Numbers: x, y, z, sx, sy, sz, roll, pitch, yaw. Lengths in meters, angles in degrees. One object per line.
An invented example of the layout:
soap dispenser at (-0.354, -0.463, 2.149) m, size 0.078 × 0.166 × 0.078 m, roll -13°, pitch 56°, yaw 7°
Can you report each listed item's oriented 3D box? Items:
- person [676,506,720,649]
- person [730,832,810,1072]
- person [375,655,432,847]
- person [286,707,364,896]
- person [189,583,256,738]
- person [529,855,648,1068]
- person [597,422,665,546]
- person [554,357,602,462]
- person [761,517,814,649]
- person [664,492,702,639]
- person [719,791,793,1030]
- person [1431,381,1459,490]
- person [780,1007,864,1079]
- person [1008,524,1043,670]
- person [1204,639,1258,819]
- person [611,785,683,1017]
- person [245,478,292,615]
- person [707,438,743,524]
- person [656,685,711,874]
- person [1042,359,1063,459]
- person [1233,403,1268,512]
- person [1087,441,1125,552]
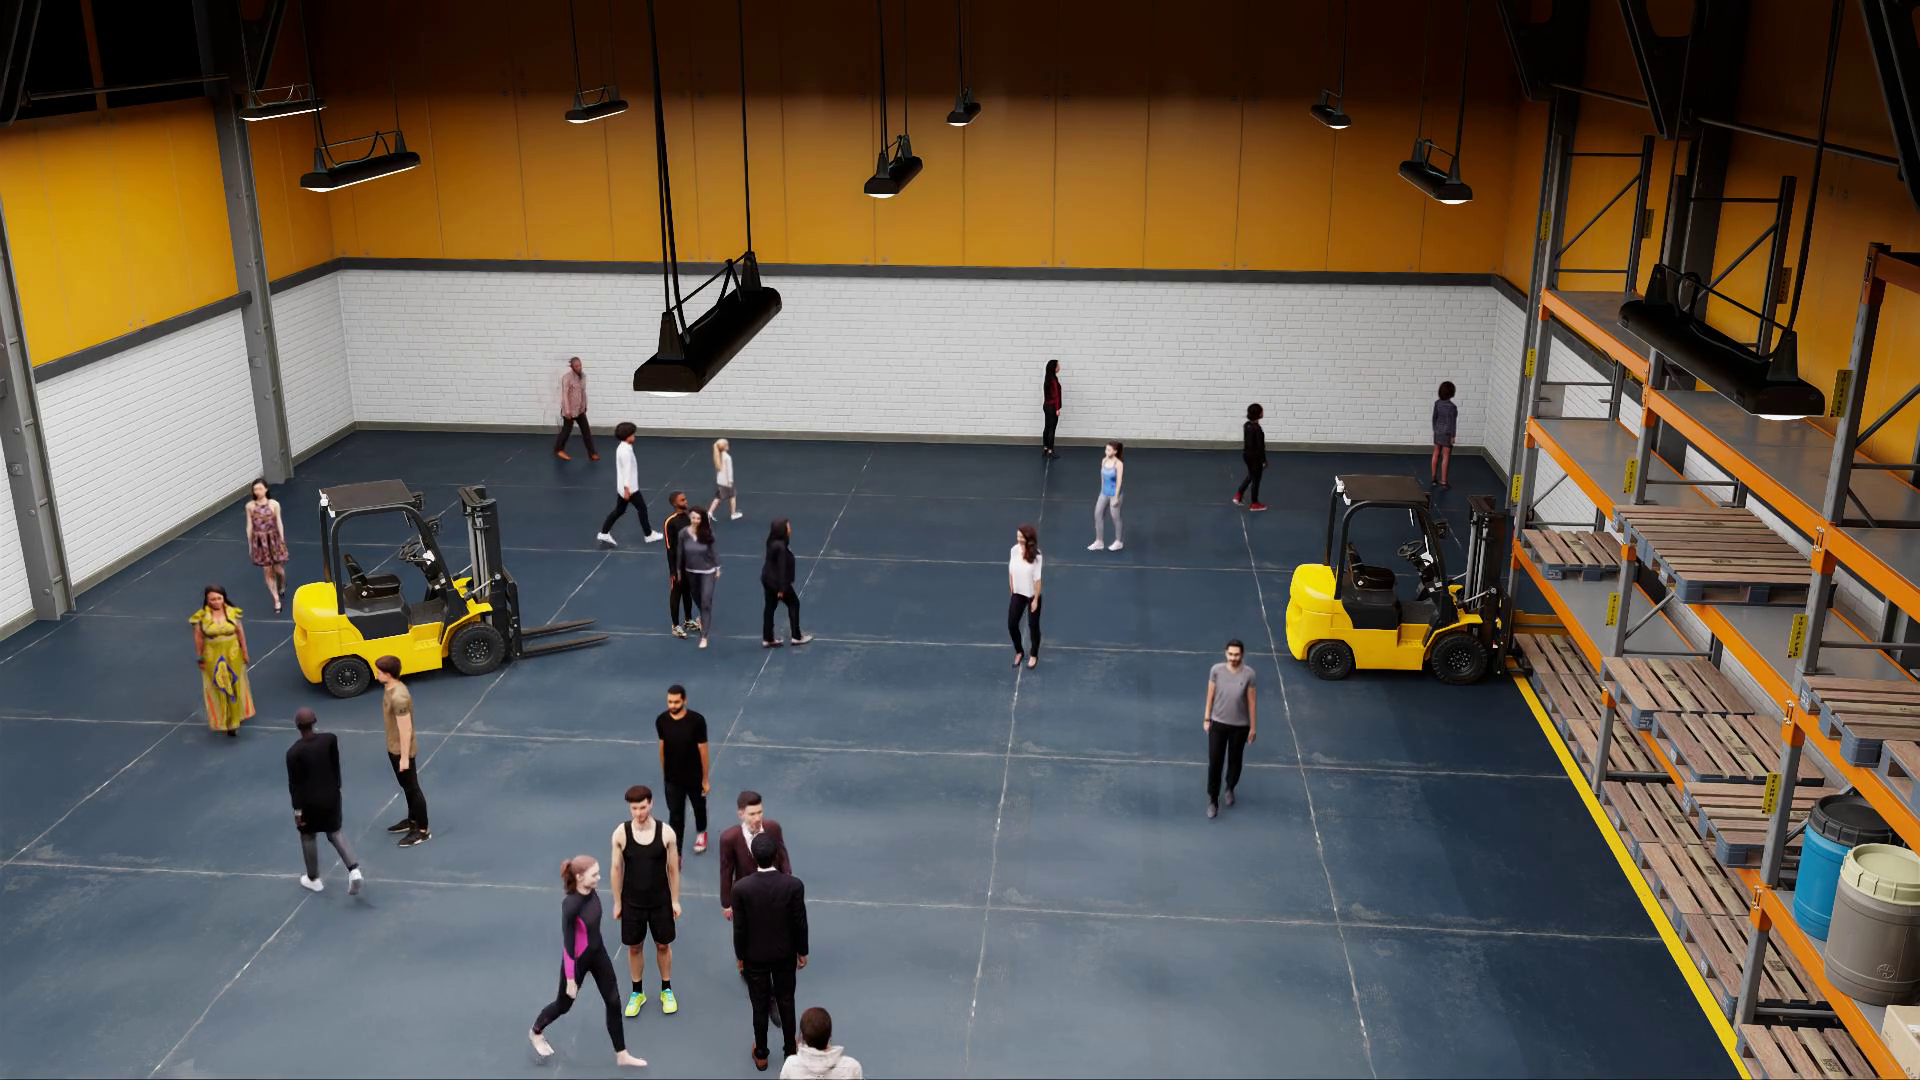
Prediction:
person at (-3.132, 0.374, 20.063) m, size 0.653 × 1.715 × 1.176 m, roll 3°, pitch 19°, yaw 8°
person at (-1.381, 2.979, 12.065) m, size 0.744 × 1.884 × 0.639 m, roll -3°, pitch 19°, yaw -8°
person at (-5.131, 1.907, 15.301) m, size 0.809 × 1.849 × 0.707 m, roll -11°, pitch 21°, yaw -29°
person at (-5.478, 2.286, 14.351) m, size 1.067 × 1.739 × 1.072 m, roll 14°, pitch 23°, yaw 35°
person at (-7.861, 1.222, 17.662) m, size 1.117 × 1.642 × 1.162 m, roll -16°, pitch 24°, yaw -40°
person at (-2.809, 3.072, 12.068) m, size 0.883 × 1.705 × 1.180 m, roll 7°, pitch 20°, yaw 19°
person at (-4.745, -0.751, 23.320) m, size 1.036 × 1.770 × 1.200 m, roll -7°, pitch 20°, yaw -19°
person at (-6.442, -2.165, 27.510) m, size 1.185 × 1.775 × 1.250 m, roll 11°, pitch 22°, yaw 30°
person at (-2.249, 0.534, 19.784) m, size 0.928 × 1.591 × 0.896 m, roll -10°, pitch 21°, yaw -28°
person at (-3.384, 0.271, 20.225) m, size 0.758 × 1.808 × 0.636 m, roll 12°, pitch 22°, yaw 32°
person at (-1.590, 2.754, 12.830) m, size 1.153 × 1.822 × 1.244 m, roll -13°, pitch 23°, yaw -34°
person at (7.588, -1.642, 26.081) m, size 0.756 × 1.696 × 0.662 m, roll -10°, pitch 21°, yaw -27°
person at (-0.815, 3.696, 10.006) m, size 0.726 × 1.839 × 0.889 m, roll 0°, pitch 19°, yaw 0°
person at (0.824, 0.637, 19.182) m, size 0.742 × 1.780 × 0.783 m, roll 10°, pitch 21°, yaw 26°
person at (2.602, 1.734, 15.997) m, size 0.706 × 1.733 × 0.943 m, roll 3°, pitch 19°, yaw 10°
person at (-2.404, 2.742, 12.754) m, size 0.730 × 1.892 × 0.674 m, roll -3°, pitch 19°, yaw -8°
person at (-8.703, 0.063, 20.914) m, size 0.766 × 1.763 × 0.850 m, roll -5°, pitch 19°, yaw -15°
person at (-3.504, -0.864, 24.458) m, size 0.795 × 1.258 × 0.904 m, roll 16°, pitch 24°, yaw 39°
person at (-2.436, 2.092, 14.959) m, size 0.657 × 1.718 × 1.107 m, roll 1°, pitch 19°, yaw 4°
person at (1.520, -2.202, 27.806) m, size 0.723 × 1.656 × 0.600 m, roll -7°, pitch 20°, yaw -20°
person at (4.347, -1.227, 24.891) m, size 0.821 × 1.668 × 0.794 m, roll -6°, pitch 19°, yaw -17°
person at (2.171, -0.622, 23.212) m, size 0.889 × 1.593 × 0.835 m, roll -14°, pitch 23°, yaw -36°
